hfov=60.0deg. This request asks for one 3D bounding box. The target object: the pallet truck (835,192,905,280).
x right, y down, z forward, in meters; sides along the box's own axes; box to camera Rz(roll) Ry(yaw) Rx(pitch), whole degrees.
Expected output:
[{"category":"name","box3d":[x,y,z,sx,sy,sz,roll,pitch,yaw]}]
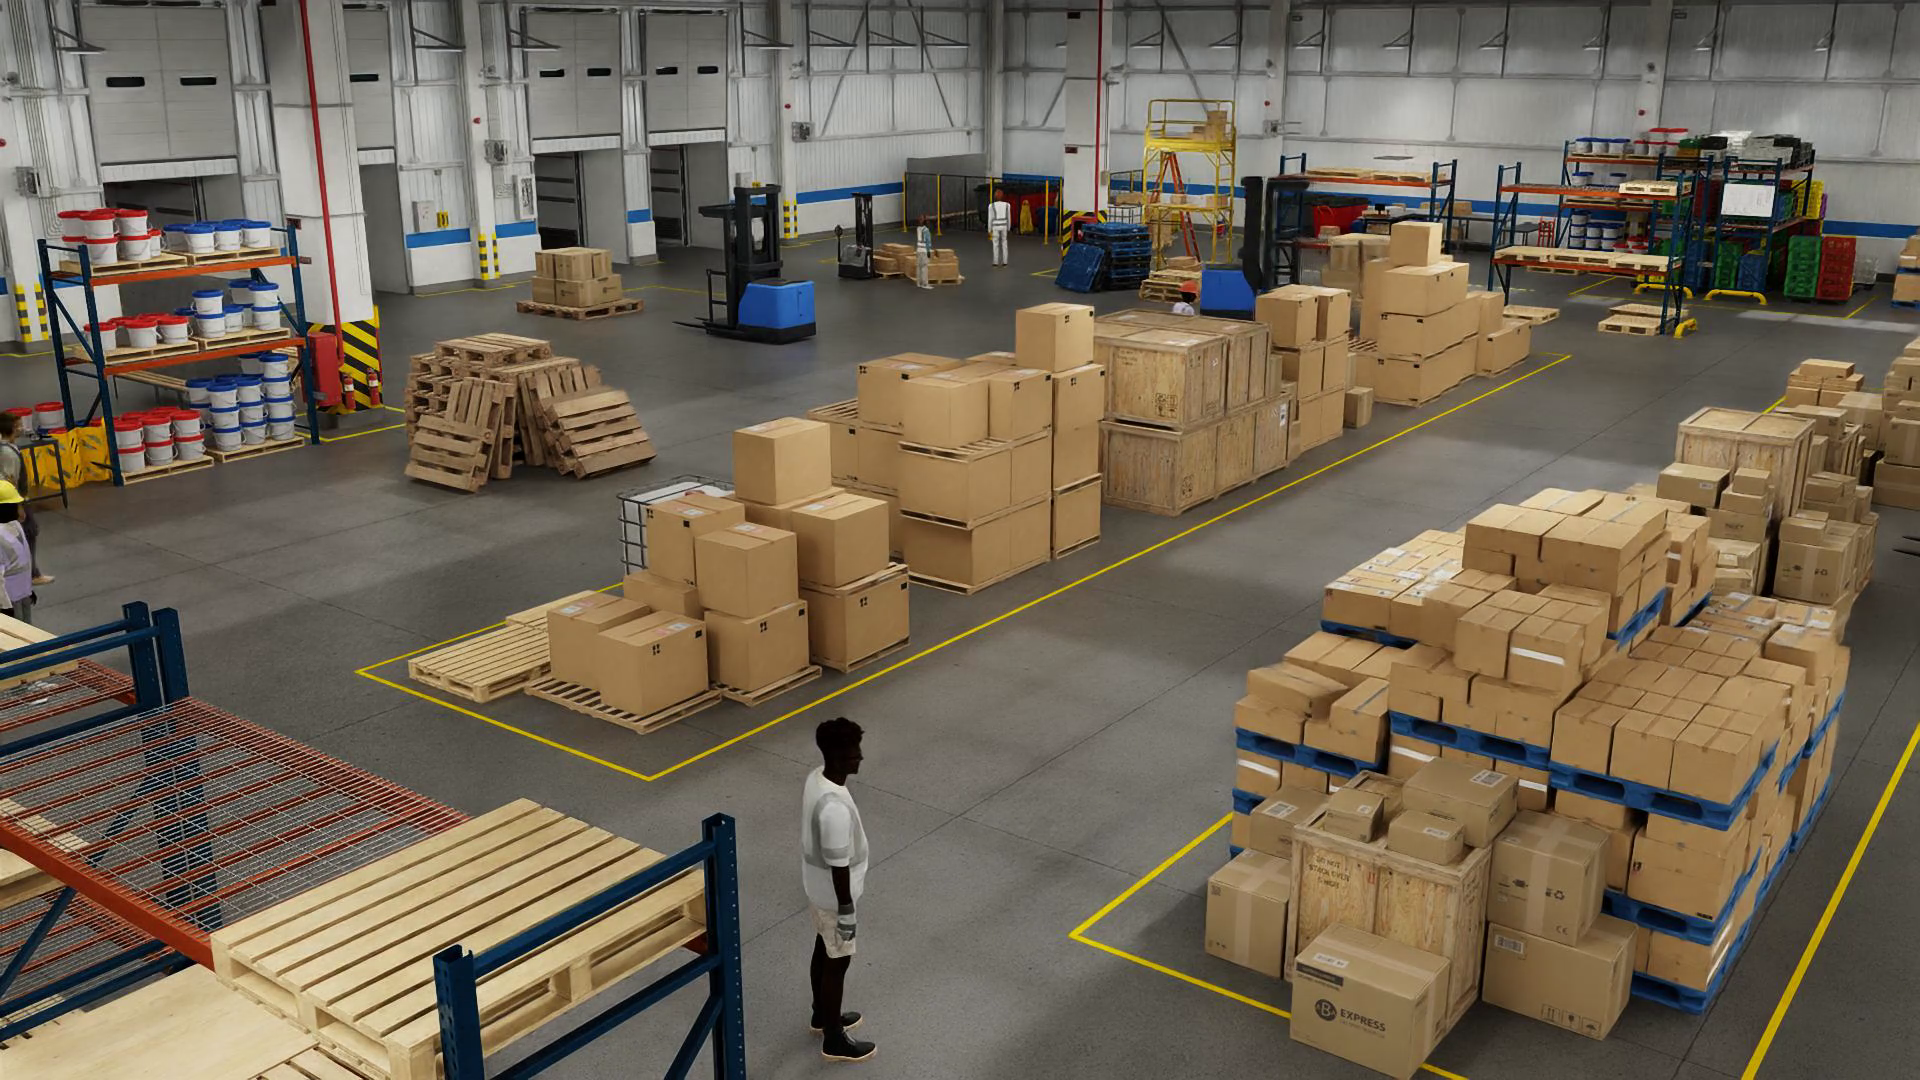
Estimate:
[{"category":"pallet truck","box3d":[-1.936,-7.159,38.982,1.885,1.965,0.823,-12,21,-34]}]

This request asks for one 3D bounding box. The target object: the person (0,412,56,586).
[{"category":"person","box3d":[-9.615,-0.398,16.876,0.478,1.828,0.530,-10,19,-30]}]

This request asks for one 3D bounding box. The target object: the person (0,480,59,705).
[{"category":"person","box3d":[-7.936,0.431,13.971,0.368,1.927,0.589,-3,17,-11]}]

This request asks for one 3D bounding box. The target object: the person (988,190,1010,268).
[{"category":"person","box3d":[0.953,-7.590,40.605,0.575,1.882,0.361,-5,18,-17]}]

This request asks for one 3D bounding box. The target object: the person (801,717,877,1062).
[{"category":"person","box3d":[-0.673,1.887,9.082,0.361,1.963,0.612,-5,17,-15]}]

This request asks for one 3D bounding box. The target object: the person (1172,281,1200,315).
[{"category":"person","box3d":[3.405,-2.954,25.170,0.376,1.932,0.543,-6,18,-19]}]

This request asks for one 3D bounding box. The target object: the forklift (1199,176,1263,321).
[{"category":"forklift","box3d":[5.689,-5.687,32.606,1.873,2.768,1.129,2,17,8]}]

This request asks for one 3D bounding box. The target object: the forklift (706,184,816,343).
[{"category":"forklift","box3d":[-3.717,-5.181,30.929,1.873,2.768,1.129,12,21,35]}]

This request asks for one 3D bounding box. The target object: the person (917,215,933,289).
[{"category":"person","box3d":[-0.809,-6.443,37.221,0.307,1.641,0.511,-8,19,-26]}]
